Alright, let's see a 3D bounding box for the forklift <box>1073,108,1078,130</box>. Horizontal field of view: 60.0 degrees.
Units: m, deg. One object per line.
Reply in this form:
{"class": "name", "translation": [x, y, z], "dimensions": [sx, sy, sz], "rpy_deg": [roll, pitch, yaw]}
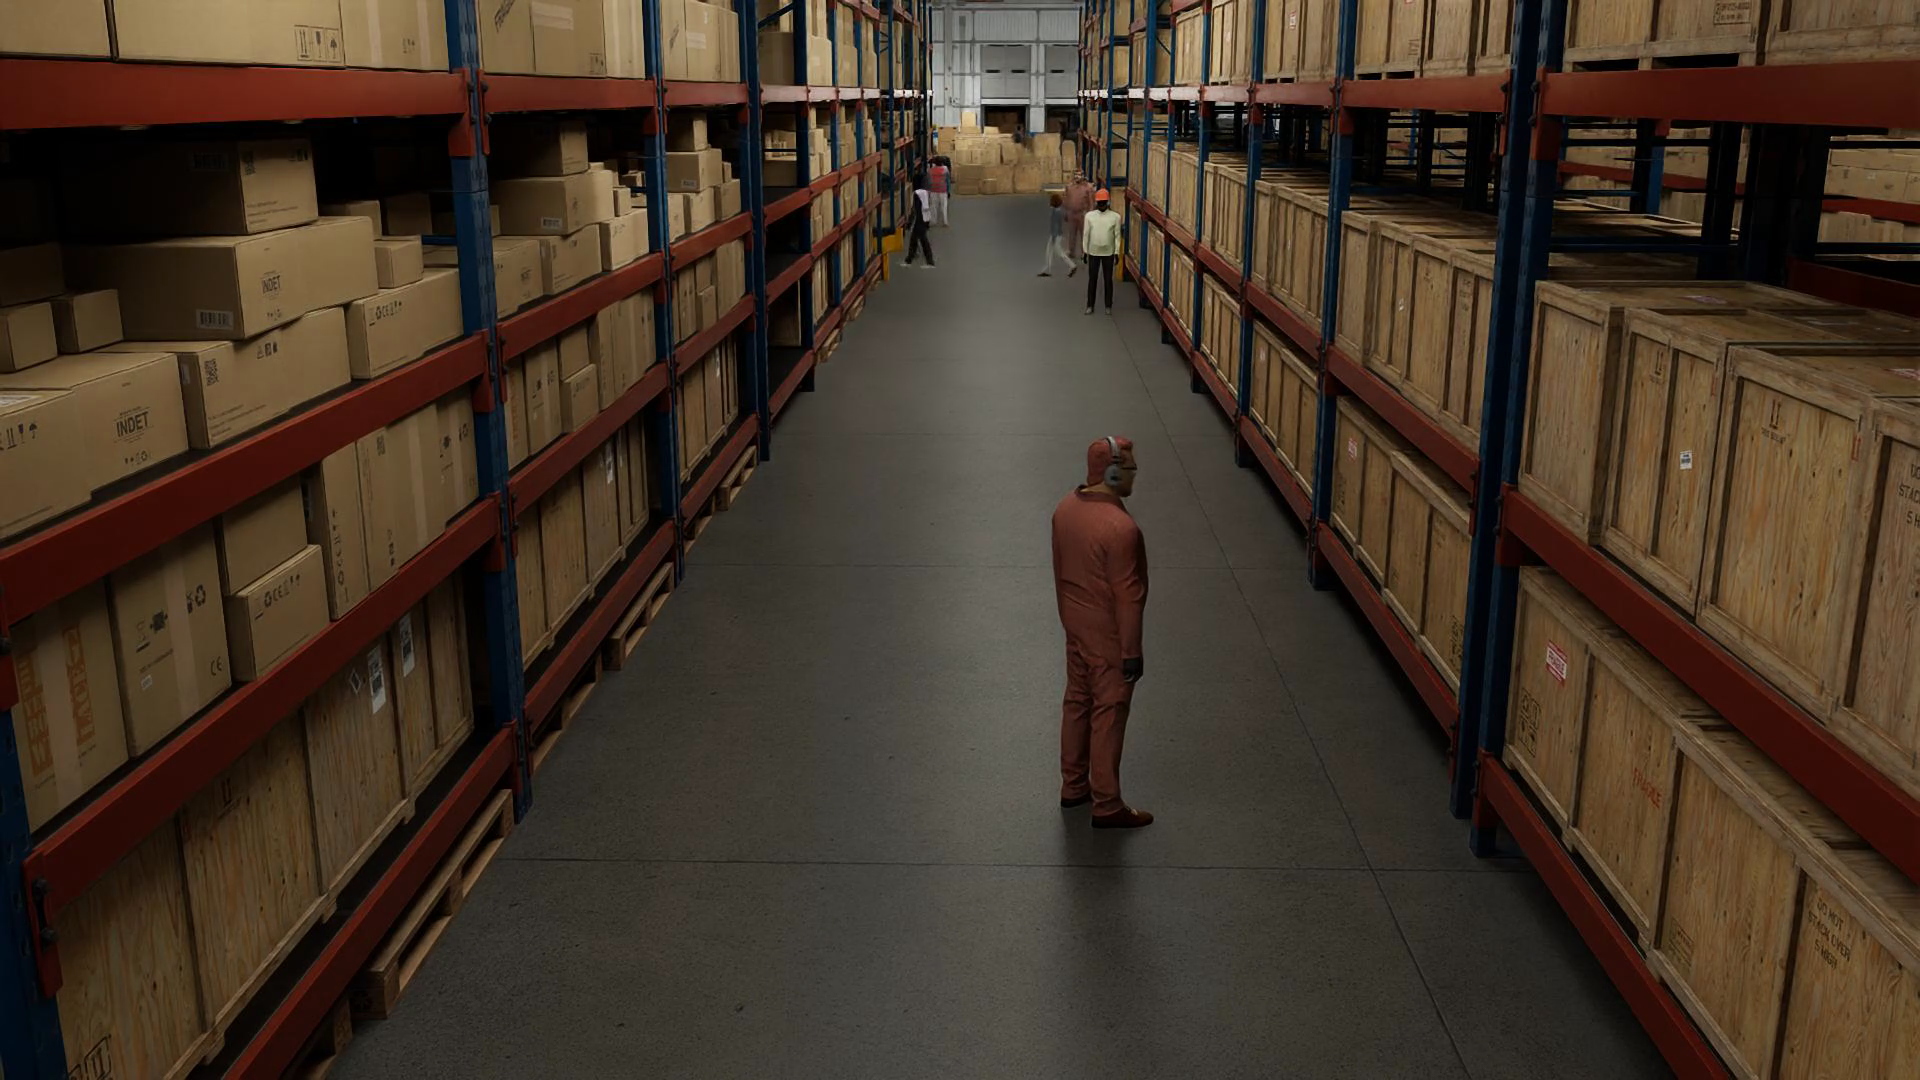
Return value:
{"class": "forklift", "translation": [5.291, -17.189, 71.745], "dimensions": [1.873, 2.768, 1.129], "rpy_deg": [-13, 20, -41]}

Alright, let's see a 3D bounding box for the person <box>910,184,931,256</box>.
{"class": "person", "translation": [-0.865, -7.075, 36.479], "dimensions": [0.536, 1.625, 0.553], "rpy_deg": [-13, 20, -41]}

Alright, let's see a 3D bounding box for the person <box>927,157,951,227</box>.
{"class": "person", "translation": [-0.553, -9.197, 43.988], "dimensions": [0.625, 1.840, 0.430], "rpy_deg": [3, 15, 10]}

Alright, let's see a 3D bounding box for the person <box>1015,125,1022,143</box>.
{"class": "person", "translation": [2.940, -19.765, 83.115], "dimensions": [0.362, 1.939, 0.635], "rpy_deg": [-1, 15, -5]}

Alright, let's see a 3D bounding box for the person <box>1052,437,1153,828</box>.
{"class": "person", "translation": [0.704, 0.440, 8.004], "dimensions": [0.408, 1.905, 0.652], "rpy_deg": [-7, 17, -25]}

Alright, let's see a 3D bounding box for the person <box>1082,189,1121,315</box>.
{"class": "person", "translation": [2.258, -4.597, 26.574], "dimensions": [0.612, 1.995, 0.376], "rpy_deg": [3, 15, 10]}

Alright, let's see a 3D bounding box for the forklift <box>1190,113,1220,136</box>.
{"class": "forklift", "translation": [8.214, -12.980, 56.086], "dimensions": [1.129, 2.768, 1.873], "rpy_deg": [6, 16, 22]}

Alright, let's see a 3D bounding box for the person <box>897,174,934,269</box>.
{"class": "person", "translation": [-0.923, -6.427, 33.605], "dimensions": [0.924, 1.881, 0.599], "rpy_deg": [3, 15, 11]}

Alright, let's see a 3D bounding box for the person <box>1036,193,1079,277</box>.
{"class": "person", "translation": [1.899, -5.854, 31.988], "dimensions": [0.770, 1.602, 0.507], "rpy_deg": [0, 15, 1]}

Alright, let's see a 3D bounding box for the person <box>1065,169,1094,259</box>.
{"class": "person", "translation": [2.528, -6.963, 35.543], "dimensions": [0.639, 1.911, 0.406], "rpy_deg": [8, 17, 26]}

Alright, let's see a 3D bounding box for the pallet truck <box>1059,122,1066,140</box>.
{"class": "pallet truck", "translation": [5.788, -21.111, 88.014], "dimensions": [1.885, 1.965, 0.823], "rpy_deg": [5, 16, 18]}
